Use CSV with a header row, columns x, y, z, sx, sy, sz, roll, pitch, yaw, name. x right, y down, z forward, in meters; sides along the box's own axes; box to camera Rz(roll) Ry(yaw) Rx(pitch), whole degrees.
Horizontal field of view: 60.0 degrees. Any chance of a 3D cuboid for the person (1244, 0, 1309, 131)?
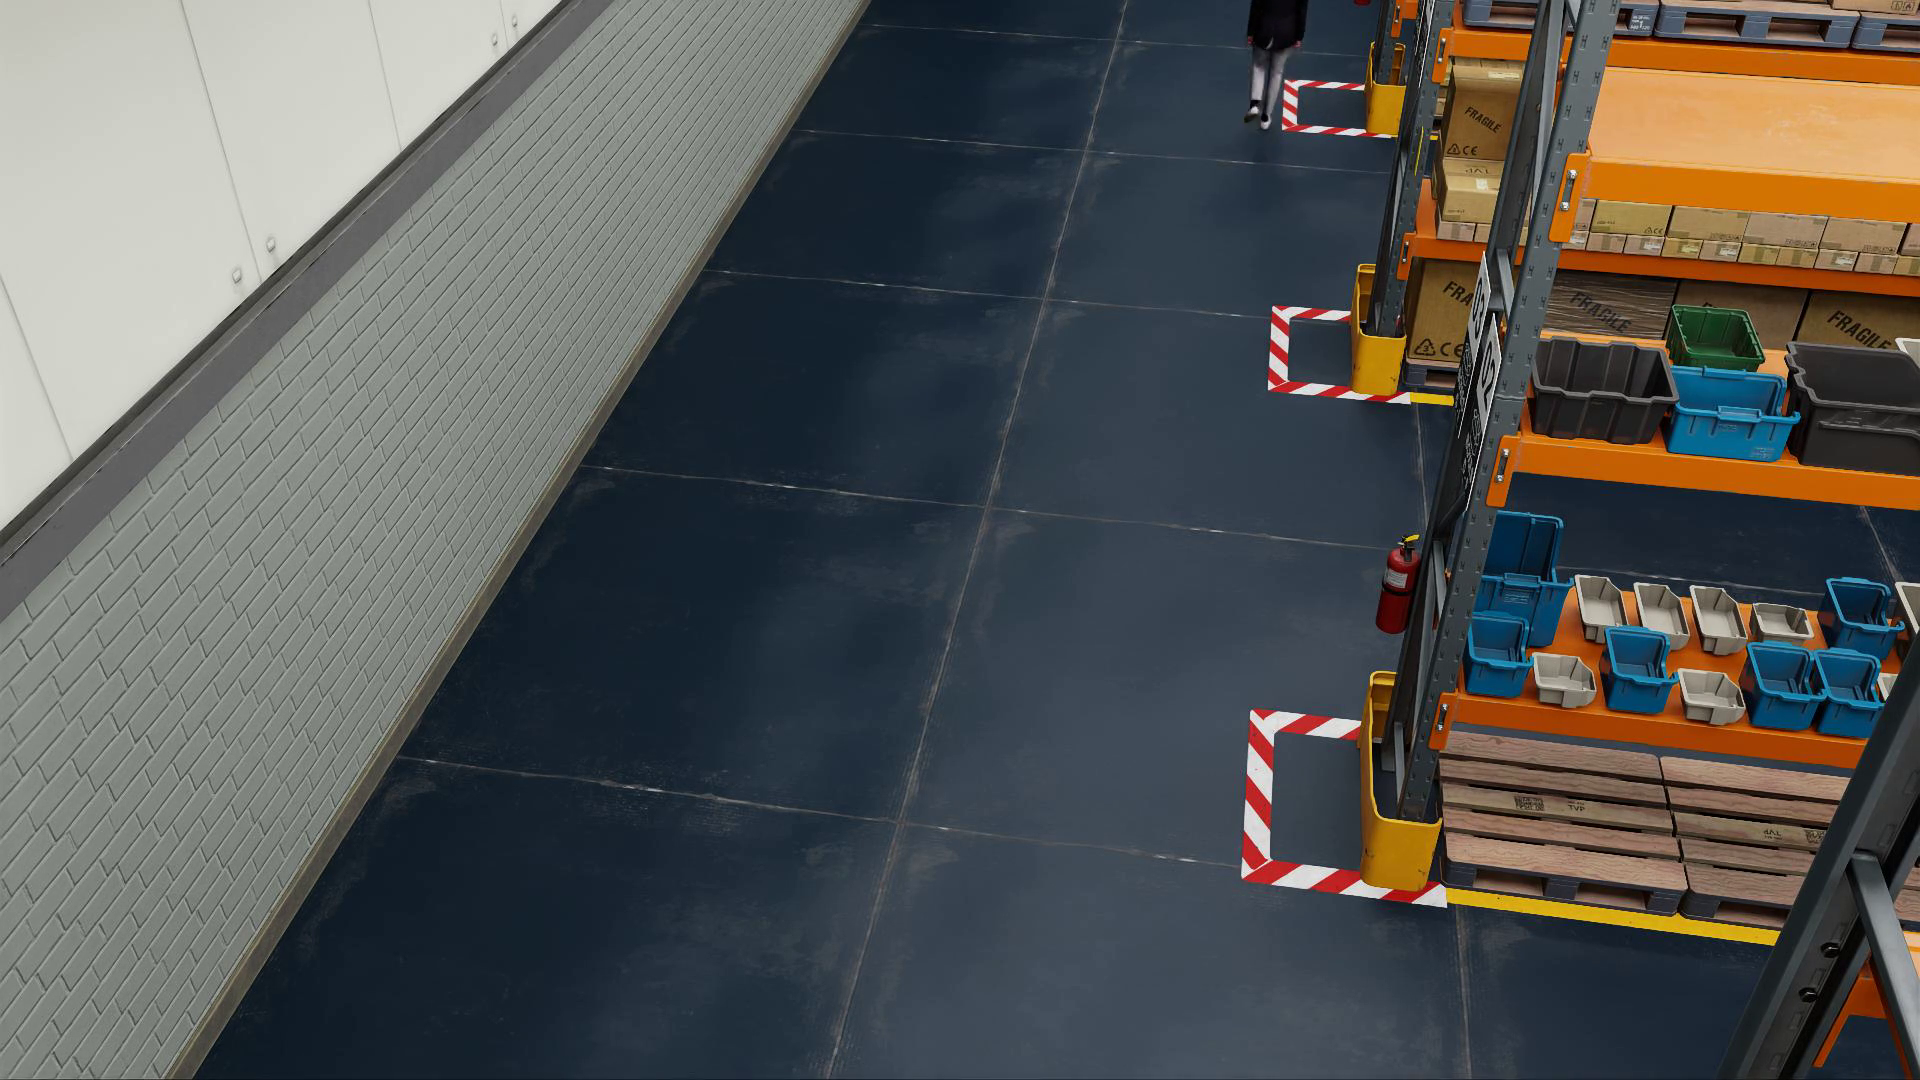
x,y,z,sx,sy,sz,roll,pitch,yaw,name
3.056,-4.866,16.043,0.685,1.931,0.778,6,38,7,person
